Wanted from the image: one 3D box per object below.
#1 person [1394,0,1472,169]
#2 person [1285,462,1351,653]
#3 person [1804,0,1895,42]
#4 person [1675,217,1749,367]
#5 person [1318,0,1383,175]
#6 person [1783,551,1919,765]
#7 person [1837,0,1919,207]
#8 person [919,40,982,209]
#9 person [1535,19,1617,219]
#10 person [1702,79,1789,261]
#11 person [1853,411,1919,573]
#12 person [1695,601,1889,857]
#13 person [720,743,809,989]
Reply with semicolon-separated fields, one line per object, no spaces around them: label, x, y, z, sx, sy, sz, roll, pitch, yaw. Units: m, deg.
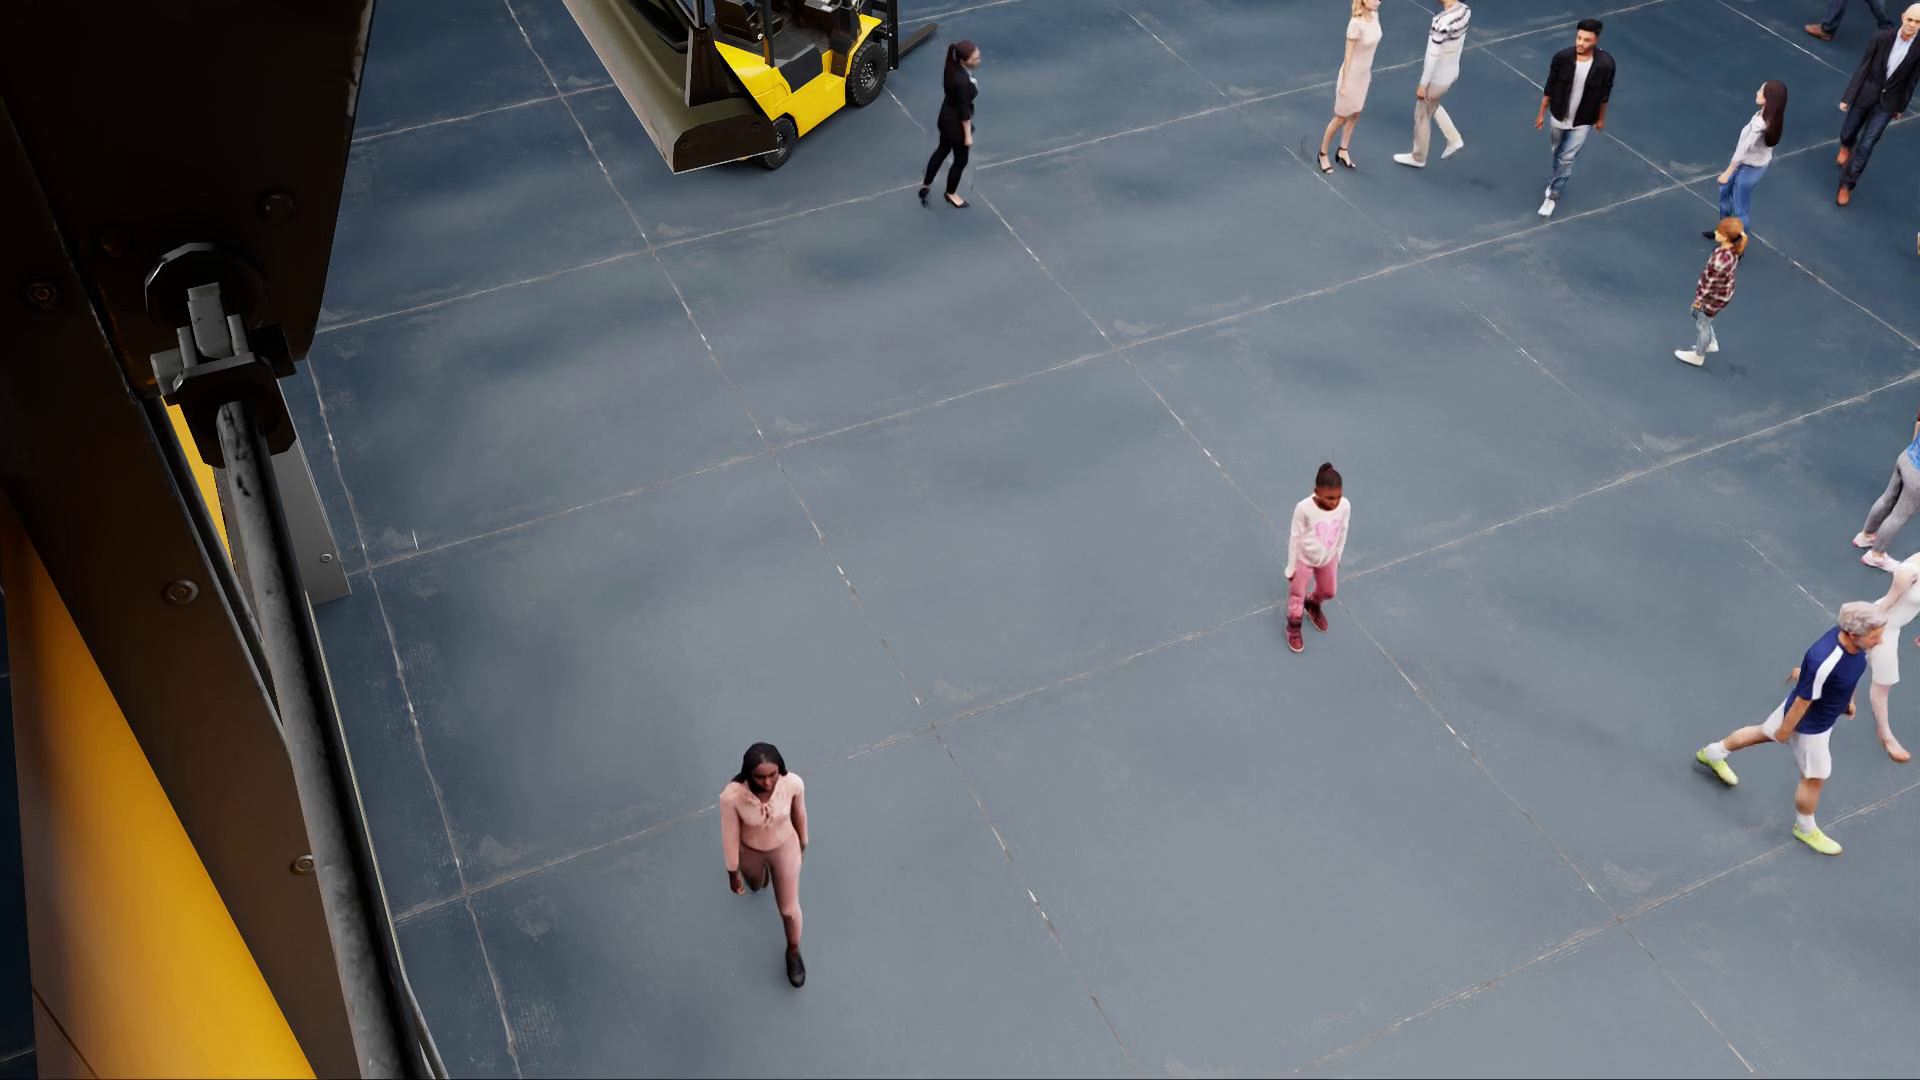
person;4.389;-4.155;14.947;0.974;1.841;0.909;29;51;27
person;2.289;0.056;10.811;0.646;1.448;0.703;-4;44;-4
person;9.216;-5.818;16.660;0.857;1.885;1.178;-27;50;-25
person;5.951;-1.907;12.983;0.677;1.294;0.634;26;49;25
person;3.531;-4.168;14.967;0.653;1.832;0.649;-33;53;-30
person;5.560;0.471;10.157;0.685;1.750;1.120;-22;48;-21
person;8.134;-3.936;14.760;1.147;1.782;1.131;20;47;20
person;-0.078;-3.630;14.551;0.790;1.627;0.699;-20;47;-20
person;5.432;-3.788;14.608;1.054;1.778;1.032;26;49;24
person;6.717;-3.072;13.973;0.766;1.616;0.727;27;50;25
person;6.496;-0.487;11.265;0.711;1.608;0.616;5;44;5
person;4.832;0.956;9.615;1.263;1.795;0.991;29;51;27
person;-1.065;1.625;8.986;0.772;1.693;1.155;-9;44;-10
